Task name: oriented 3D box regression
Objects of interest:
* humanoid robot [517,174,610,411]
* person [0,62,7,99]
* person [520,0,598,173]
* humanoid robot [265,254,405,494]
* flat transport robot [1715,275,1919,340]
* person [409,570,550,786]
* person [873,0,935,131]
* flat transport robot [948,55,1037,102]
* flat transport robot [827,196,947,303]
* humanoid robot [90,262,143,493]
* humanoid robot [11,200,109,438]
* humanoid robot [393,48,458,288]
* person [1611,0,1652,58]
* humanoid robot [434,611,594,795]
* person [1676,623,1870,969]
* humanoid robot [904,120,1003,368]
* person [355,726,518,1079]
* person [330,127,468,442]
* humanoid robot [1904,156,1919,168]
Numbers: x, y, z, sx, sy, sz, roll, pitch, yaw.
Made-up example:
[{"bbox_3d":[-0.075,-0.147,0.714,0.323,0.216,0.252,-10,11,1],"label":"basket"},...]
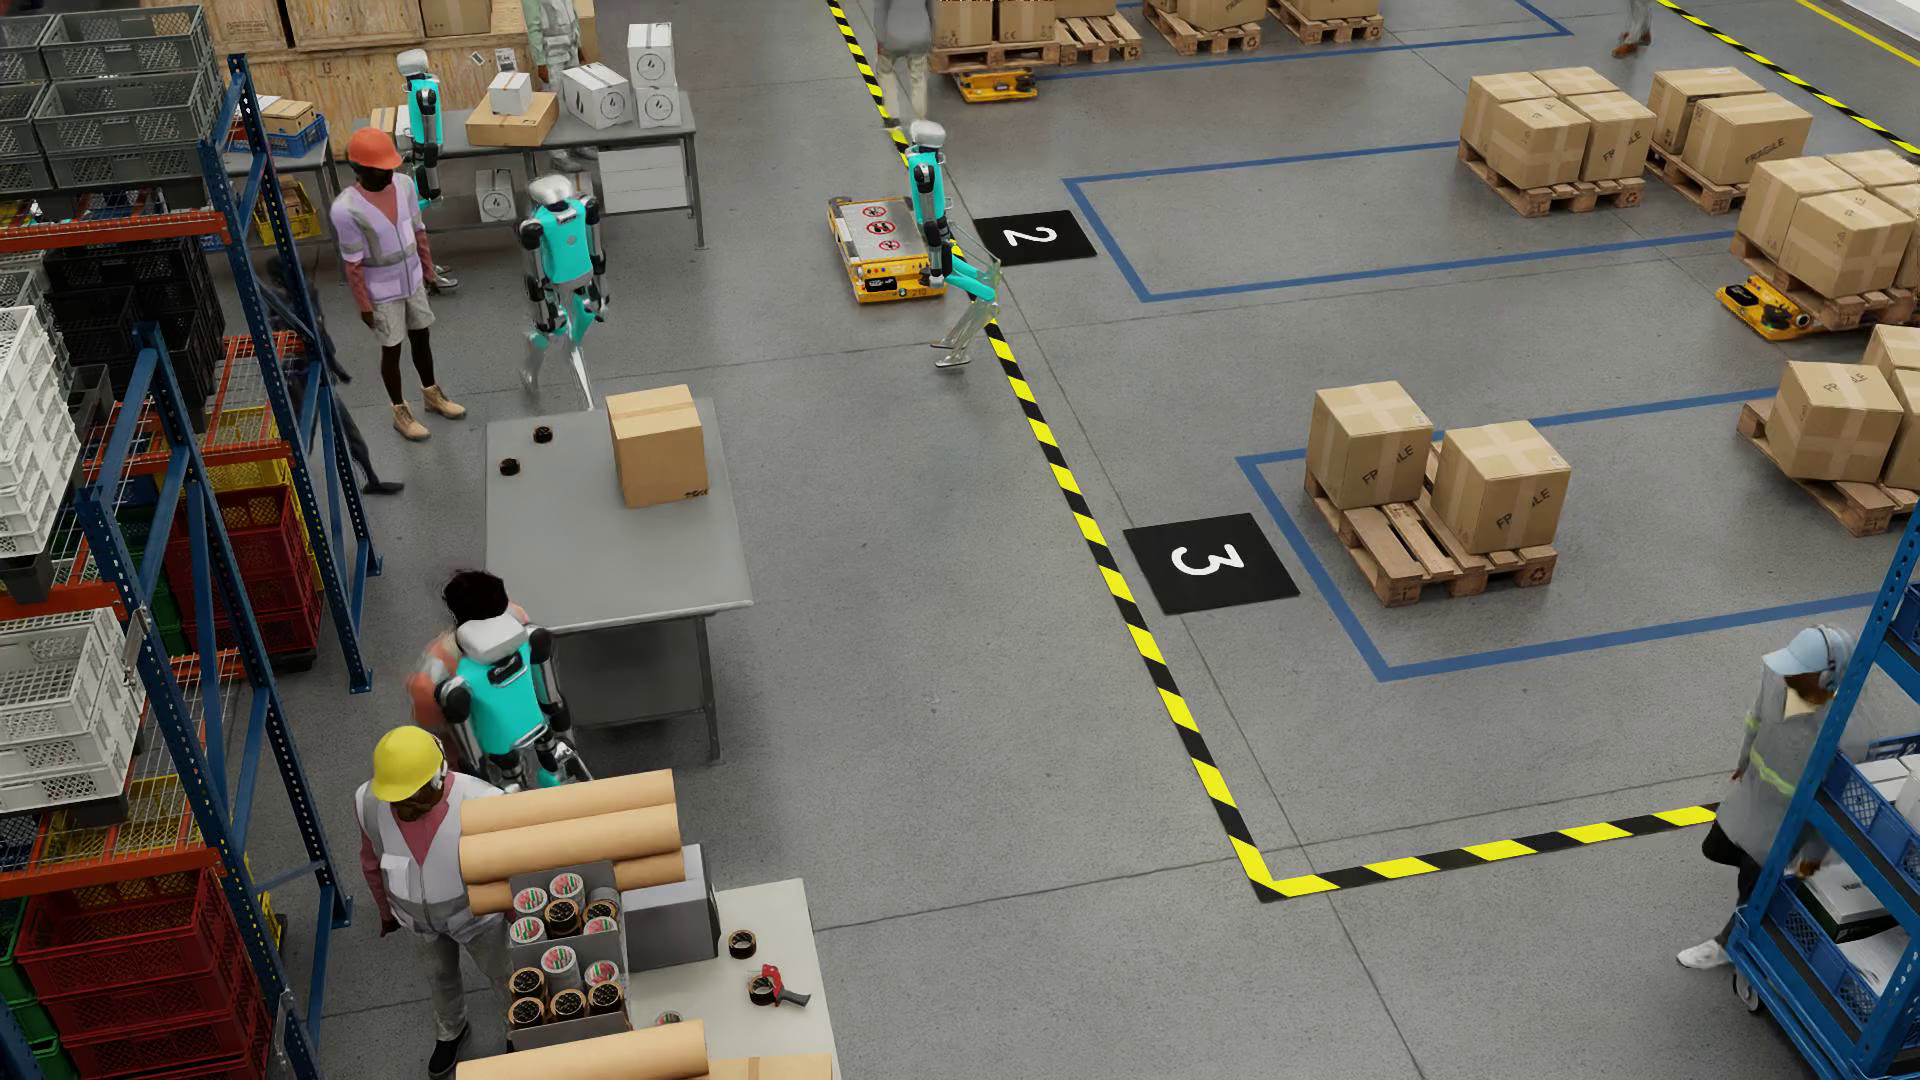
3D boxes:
[{"bbox_3d":[-2.583,-1.516,10.411,0.556,1.821,0.888,-30,46,-34],"label":"humanoid robot"},{"bbox_3d":[-7.767,-3.649,13.123,0.619,1.862,0.613,17,40,22],"label":"person"},{"bbox_3d":[-3.252,-3.954,13.474,0.408,1.939,0.602,14,39,18],"label":"person"},{"bbox_3d":[-3.798,-0.926,9.667,0.776,1.638,0.608,3,37,4],"label":"humanoid robot"},{"bbox_3d":[6.235,-1.740,11.869,1.431,0.197,0.652,-8,37,-10],"label":"flat transport robot"},{"bbox_3d":[-2.087,0.842,7.060,0.759,1.914,0.671,17,40,21],"label":"person"},{"bbox_3d":[-0.475,-4.266,14.041,0.588,1.751,0.529,-16,40,-20],"label":"person"},{"bbox_3d":[0.227,-4.457,15.521,0.652,0.197,1.431,-8,37,-10],"label":"flat transport robot"},{"bbox_3d":[-0.570,-2.220,12.538,0.659,0.231,1.431,-8,37,-10],"label":"flat transport robot"},{"bbox_3d":[-4.941,-0.902,9.634,0.589,1.628,0.730,26,44,31],"label":"humanoid robot"},{"bbox_3d":[-5.436,-1.403,10.096,0.735,1.677,0.533,29,45,33],"label":"humanoid robot"},{"bbox_3d":[-3.907,-2.562,11.654,0.735,1.677,0.533,-13,39,-17],"label":"humanoid robot"},{"bbox_3d":[6.516,-5.478,15.612,0.380,1.836,0.666,8,37,10],"label":"person"},{"bbox_3d":[-1.642,1.102,6.842,0.707,1.791,0.545,23,43,28],"label":"humanoid robot"},{"bbox_3d":[3.355,1.064,6.810,0.571,1.834,0.615,-7,37,-9],"label":"person"},{"bbox_3d":[0.021,-1.913,10.778,0.735,1.681,0.533,-2,37,-2],"label":"humanoid robot"},{"bbox_3d":[-1.954,1.400,6.362,0.598,1.829,0.404,1,37,1],"label":"person"},{"bbox_3d":[-3.431,-1.555,10.174,0.405,2.036,0.610,21,42,26],"label":"person"},{"bbox_3d":[8.090,-3.619,13.297,0.593,1.646,0.793,-15,39,-19],"label":"humanoid robot"}]
